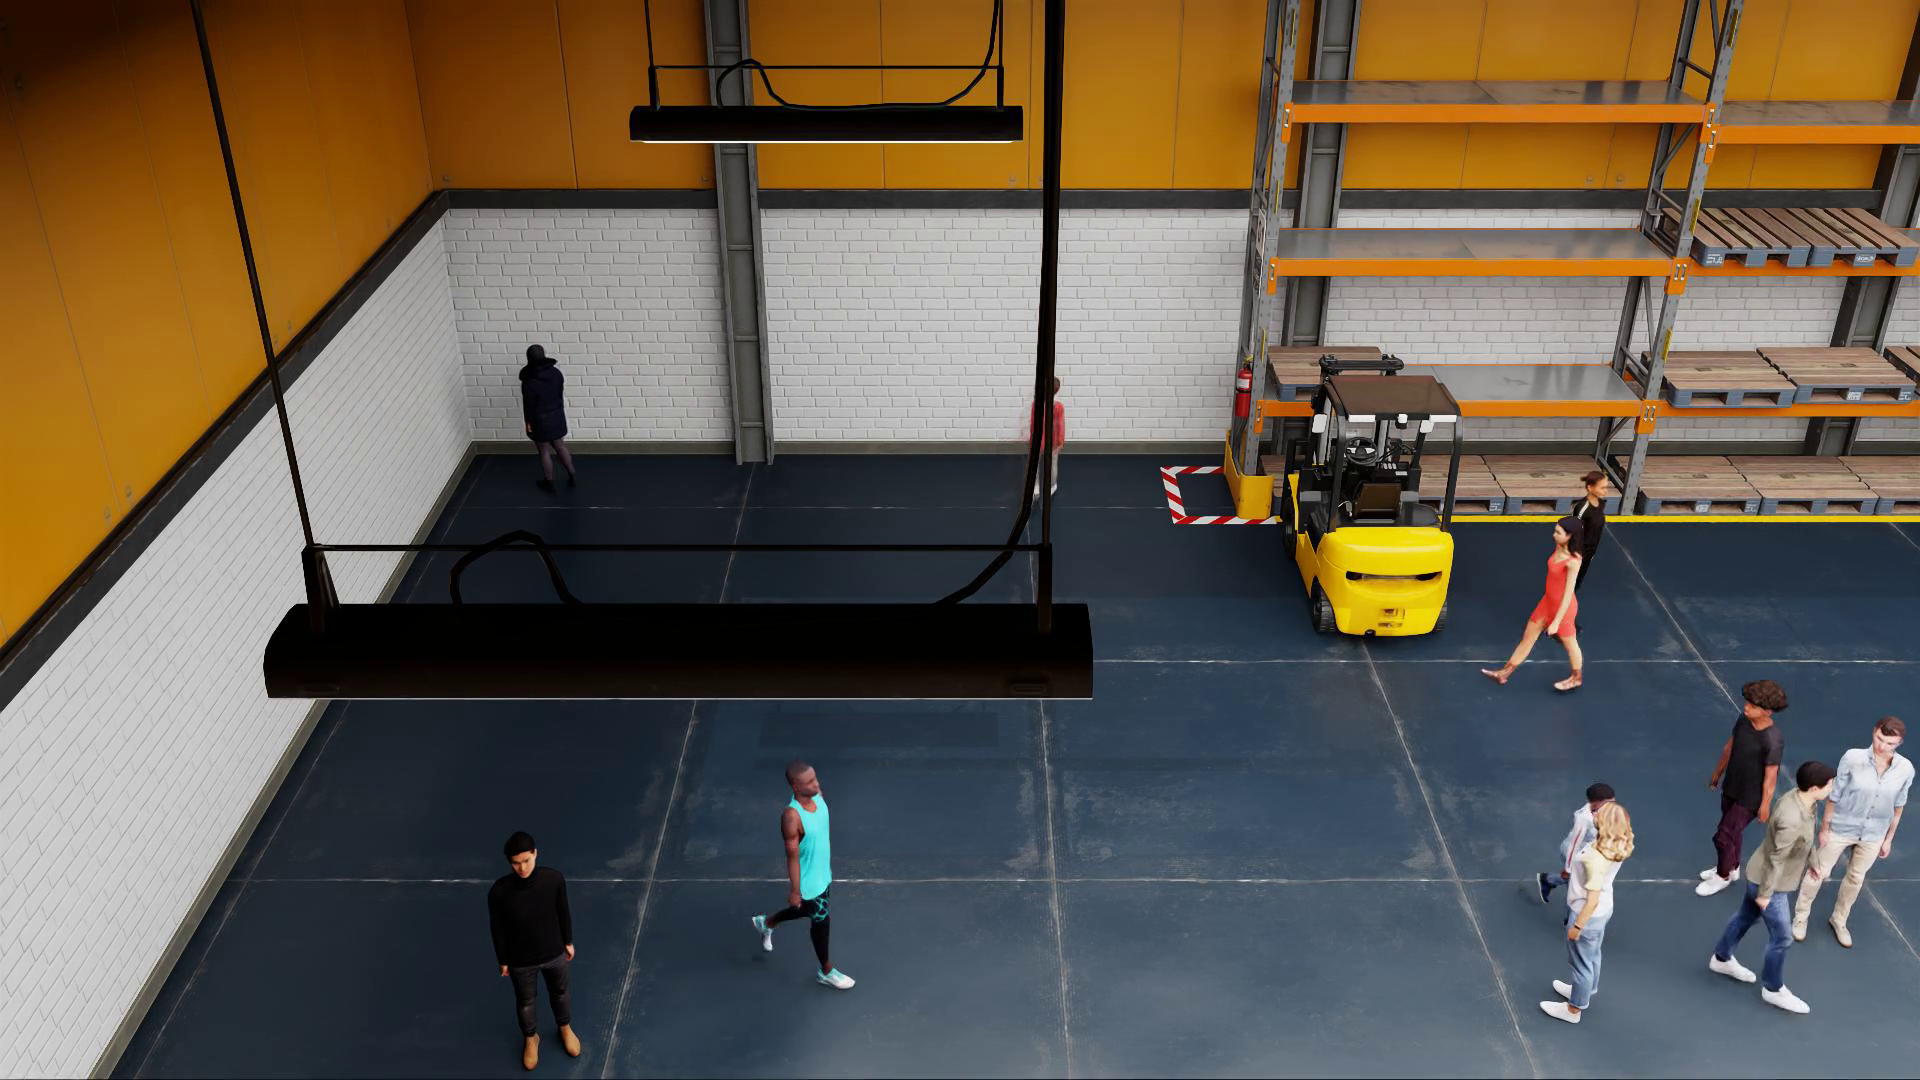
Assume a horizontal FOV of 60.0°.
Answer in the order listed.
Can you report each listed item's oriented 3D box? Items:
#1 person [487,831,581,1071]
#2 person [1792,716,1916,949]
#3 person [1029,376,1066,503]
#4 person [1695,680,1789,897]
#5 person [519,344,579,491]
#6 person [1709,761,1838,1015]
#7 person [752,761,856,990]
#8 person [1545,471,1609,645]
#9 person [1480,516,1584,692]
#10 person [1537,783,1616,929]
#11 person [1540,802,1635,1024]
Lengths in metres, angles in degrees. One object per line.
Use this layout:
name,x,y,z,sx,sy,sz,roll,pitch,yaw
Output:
person,-2.683,2.560,10.499,0.620,1.723,0.775,-11,31,-20
person,6.164,1.980,11.433,0.582,1.848,0.762,7,29,13
person,0.883,-1.049,17.451,0.753,1.402,0.676,6,29,10
person,5.696,1.770,11.902,0.673,1.767,0.686,-3,29,-5
person,-4.369,-1.297,17.622,0.893,1.674,0.835,22,35,34
person,5.298,2.202,11.030,1.036,1.844,0.939,15,32,26
person,-1.078,2.212,11.068,1.103,1.789,0.848,11,30,18
person,5.583,0.122,15.026,0.694,1.669,0.647,23,36,36
person,5.185,0.593,14.168,1.154,1.664,0.699,-3,29,-6
person,4.316,2.183,11.691,0.774,1.243,0.791,-19,34,-30
person,4.095,2.410,10.774,0.746,1.723,0.711,21,35,34
